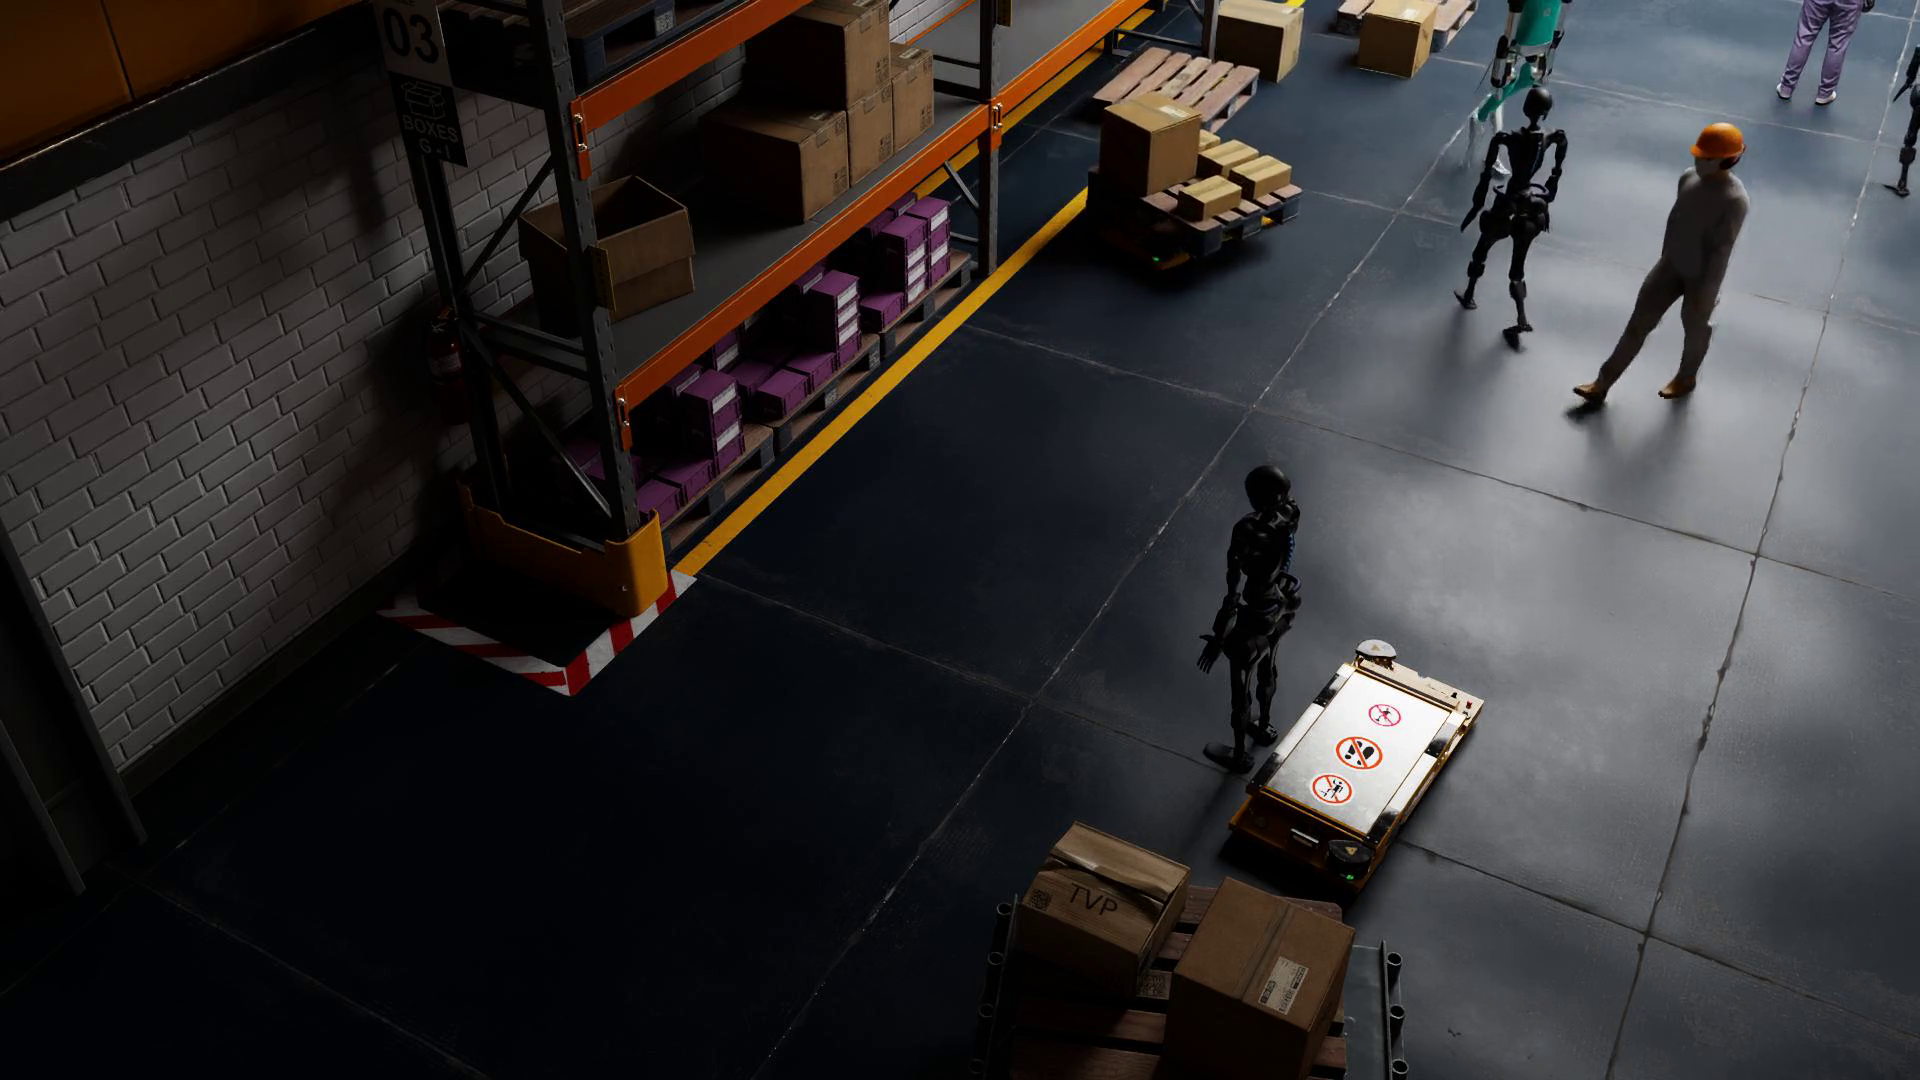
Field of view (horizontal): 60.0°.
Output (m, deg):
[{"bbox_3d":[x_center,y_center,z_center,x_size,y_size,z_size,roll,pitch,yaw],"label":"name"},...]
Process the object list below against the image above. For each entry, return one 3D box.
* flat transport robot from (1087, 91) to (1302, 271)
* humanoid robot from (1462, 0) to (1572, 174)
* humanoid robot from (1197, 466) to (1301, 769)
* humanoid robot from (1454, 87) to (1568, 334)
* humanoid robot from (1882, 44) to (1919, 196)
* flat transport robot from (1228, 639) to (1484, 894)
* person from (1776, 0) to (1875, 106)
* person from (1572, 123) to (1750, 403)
[{"bbox_3d":[1.764,-2.380,12.195,1.431,0.231,0.659,-26,45,-29],"label":"flat transport robot"},{"bbox_3d":[4.107,-3.524,12.540,0.548,1.900,0.721,-13,41,-16],"label":"humanoid robot"},{"bbox_3d":[1.350,0.351,7.645,0.315,1.653,0.599,29,47,31],"label":"humanoid robot"},{"bbox_3d":[3.604,-2.133,10.799,0.589,1.635,0.751,-6,39,-7],"label":"humanoid robot"},{"bbox_3d":[7.289,-3.336,12.272,0.628,1.639,0.391,13,41,16],"label":"humanoid robot"},{"bbox_3d":[1.914,1.038,7.922,0.659,0.231,1.431,24,45,27],"label":"flat transport robot"},{"bbox_3d":[7.145,-4.494,13.529,0.638,1.908,0.413,18,42,22],"label":"person"},{"bbox_3d":[4.301,-1.594,9.953,0.943,1.848,0.562,-19,43,-23],"label":"person"}]
